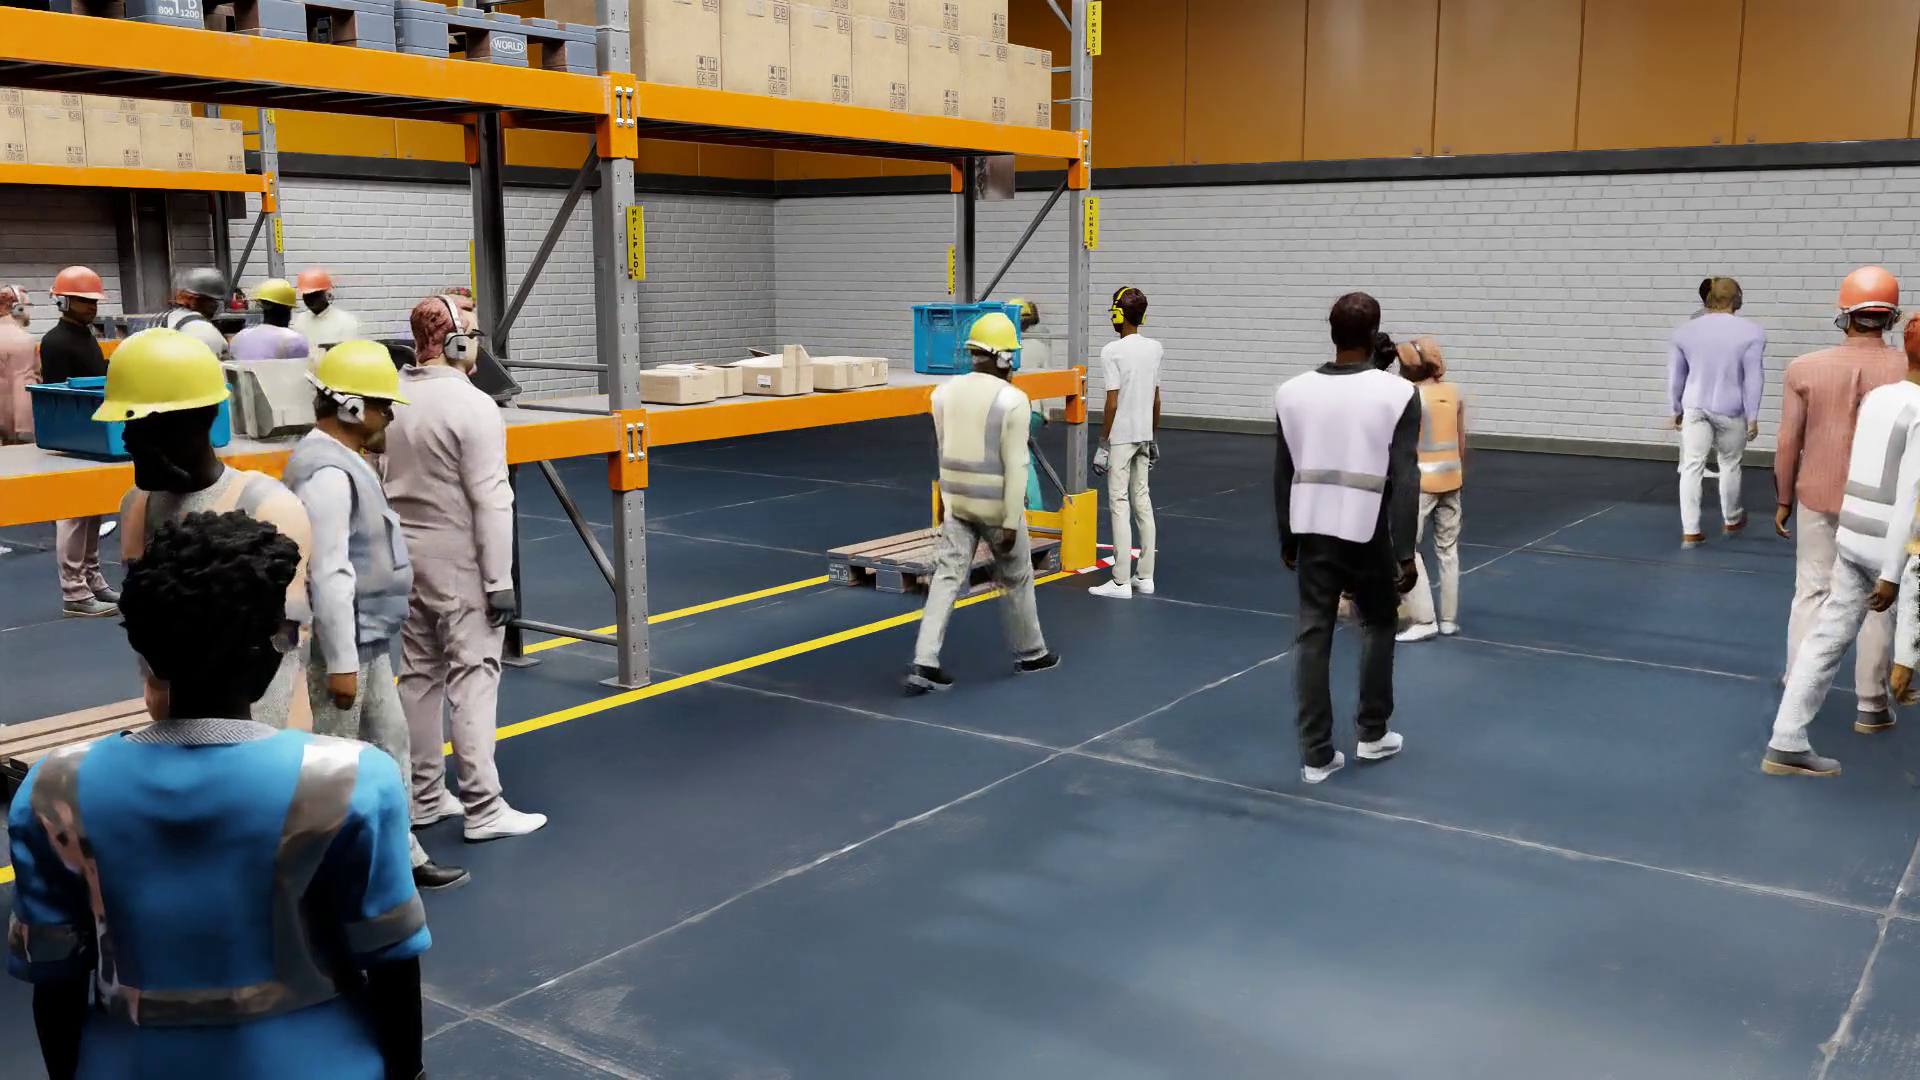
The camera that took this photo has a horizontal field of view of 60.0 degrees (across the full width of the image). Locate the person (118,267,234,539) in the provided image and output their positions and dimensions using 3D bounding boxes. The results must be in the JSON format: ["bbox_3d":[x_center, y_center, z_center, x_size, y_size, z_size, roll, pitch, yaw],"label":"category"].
[{"bbox_3d":[-5.266,-0.884,11.306,0.698,2.000,0.889,7,12,34],"label":"person"}]

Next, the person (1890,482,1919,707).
[{"bbox_3d":[3.043,0.285,4.811,0.559,1.894,0.985,7,12,37],"label":"person"}]

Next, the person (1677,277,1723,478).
[{"bbox_3d":[6.991,-1.526,15.633,0.330,1.872,0.512,1,10,7],"label":"person"}]

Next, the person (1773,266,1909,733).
[{"bbox_3d":[3.842,-0.168,7.163,0.622,1.996,0.369,7,12,34],"label":"person"}]

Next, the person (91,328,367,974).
[{"bbox_3d":[-1.720,0.469,3.749,0.593,1.863,1.017,5,11,25],"label":"person"}]

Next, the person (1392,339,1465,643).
[{"bbox_3d":[2.512,-0.261,8.883,0.606,1.617,0.324,-7,12,-34],"label":"person"}]

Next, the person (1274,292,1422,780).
[{"bbox_3d":[1.567,-0.027,6.617,0.630,1.892,0.761,6,11,33],"label":"person"}]

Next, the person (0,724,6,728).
[{"bbox_3d":[-4.316,0.036,7.037,0.309,1.637,0.523,-9,13,-43],"label":"person"}]

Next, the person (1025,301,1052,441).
[{"bbox_3d":[0.727,-1.778,17.992,0.523,1.592,0.868,0,10,-1],"label":"person"}]

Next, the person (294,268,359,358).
[{"bbox_3d":[-4.987,-1.143,13.072,0.650,1.955,0.774,3,10,15],"label":"person"}]

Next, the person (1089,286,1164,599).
[{"bbox_3d":[1.000,-0.583,10.018,0.532,1.870,0.319,-9,13,-42],"label":"person"}]

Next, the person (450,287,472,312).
[{"bbox_3d":[-4.643,-1.454,15.477,1.001,1.773,0.616,-2,10,-11],"label":"person"}]

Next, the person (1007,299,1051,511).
[{"bbox_3d":[0.393,-0.993,12.872,0.547,1.717,0.877,-8,12,-40],"label":"person"}]

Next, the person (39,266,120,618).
[{"bbox_3d":[-5.007,-0.560,9.523,0.392,1.988,0.623,-2,10,-10],"label":"person"}]

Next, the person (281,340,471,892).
[{"bbox_3d":[-1.991,0.287,5.103,0.782,1.796,0.638,-3,10,-16],"label":"person"}]

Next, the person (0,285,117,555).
[{"bbox_3d":[-6.477,-0.828,11.520,0.674,1.851,0.999,6,11,33],"label":"person"}]

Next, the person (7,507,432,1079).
[{"bbox_3d":[-0.989,0.801,2.297,0.538,1.692,0.319,-1,10,-4],"label":"person"}]

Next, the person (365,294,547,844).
[{"bbox_3d":[-1.771,0.100,5.842,0.642,1.909,0.399,7,12,35],"label":"person"}]

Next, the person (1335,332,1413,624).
[{"bbox_3d":[2.293,-0.327,9.145,0.758,1.637,0.555,-7,12,-34],"label":"person"}]

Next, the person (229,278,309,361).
[{"bbox_3d":[-4.496,-0.756,10.938,0.606,1.904,0.453,2,10,12],"label":"person"}]

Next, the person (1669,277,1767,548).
[{"bbox_3d":[5.431,-0.917,11.923,0.661,1.893,0.977,8,12,38],"label":"person"}]

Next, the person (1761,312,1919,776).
[{"bbox_3d":[3.642,0.045,6.385,1.005,1.824,0.586,0,10,-1],"label":"person"}]

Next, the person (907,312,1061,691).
[{"bbox_3d":[0.097,-0.179,7.885,0.590,1.790,0.942,7,12,37],"label":"person"}]
